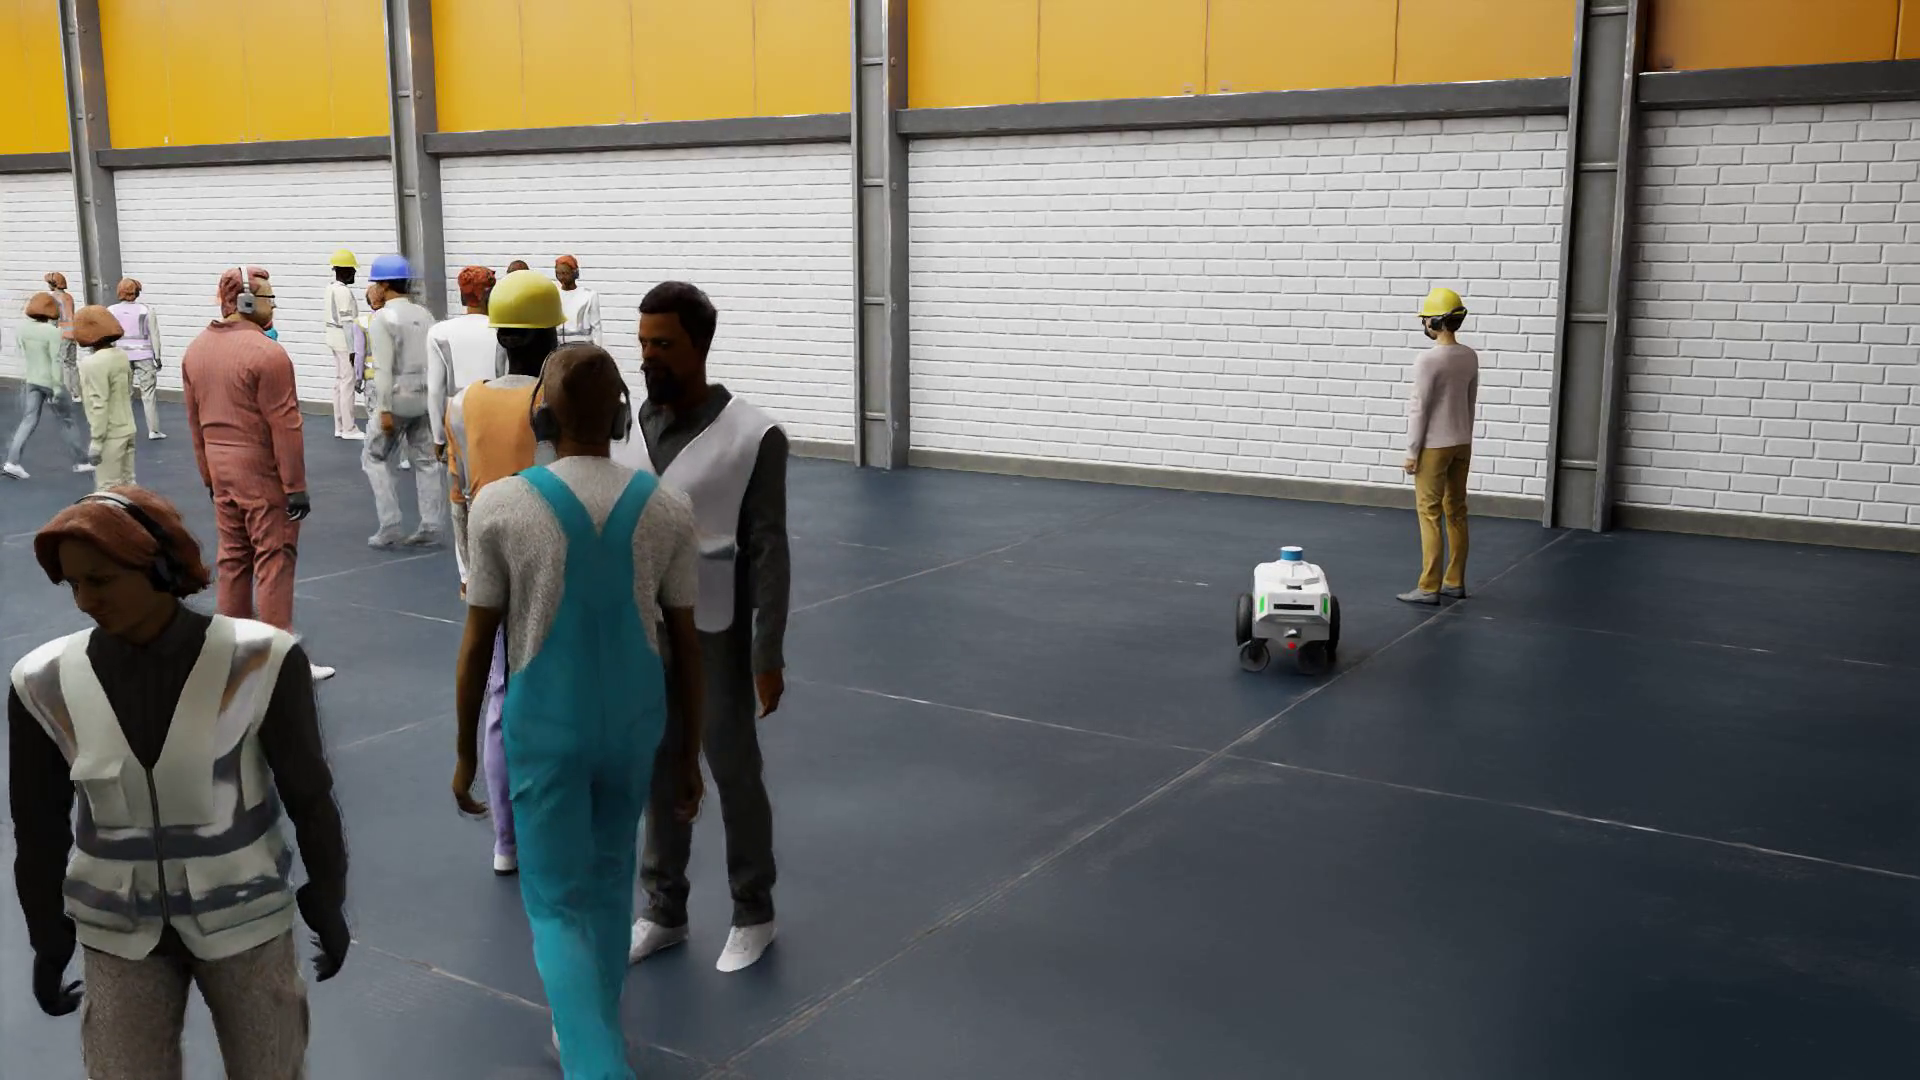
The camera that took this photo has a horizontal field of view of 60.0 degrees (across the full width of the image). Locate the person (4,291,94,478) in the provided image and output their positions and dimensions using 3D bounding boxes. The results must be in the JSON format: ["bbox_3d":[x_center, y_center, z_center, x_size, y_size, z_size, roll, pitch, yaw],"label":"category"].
[{"bbox_3d":[-7.866,-1.335,14.278,0.501,1.590,0.867,4,11,20],"label":"person"}]

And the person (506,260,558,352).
[{"bbox_3d":[-3.965,-1.610,15.104,0.620,1.845,0.430,-5,11,-25],"label":"person"}]

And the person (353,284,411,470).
[{"bbox_3d":[-5.033,-1.405,14.525,0.524,1.639,0.306,-9,14,-42],"label":"person"}]

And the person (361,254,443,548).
[{"bbox_3d":[-3.680,-0.894,10.892,0.587,1.927,0.607,5,11,24],"label":"person"}]

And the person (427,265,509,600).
[{"bbox_3d":[-2.678,-0.596,9.365,0.584,1.882,0.337,-1,10,-3],"label":"person"}]

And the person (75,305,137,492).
[{"bbox_3d":[-5.202,-0.613,10.155,0.299,1.635,0.527,-1,10,-7],"label":"person"}]

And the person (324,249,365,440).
[{"bbox_3d":[-6.233,-1.978,16.906,0.367,1.926,0.594,-7,12,-34],"label":"person"}]

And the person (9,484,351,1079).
[{"bbox_3d":[-1.384,0.683,3.034,0.544,1.617,0.492,-2,10,-9],"label":"person"}]

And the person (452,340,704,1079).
[{"bbox_3d":[-0.803,0.479,3.661,0.567,1.811,0.871,-5,12,-27],"label":"person"}]

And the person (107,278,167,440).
[{"bbox_3d":[-8.338,-1.817,16.811,0.520,1.640,0.307,-2,10,-9],"label":"person"}]

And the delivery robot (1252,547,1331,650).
[{"bbox_3d":[1.582,0.276,7.962,0.477,0.478,0.707,1,10,9],"label":"delivery robot"}]

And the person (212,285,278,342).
[{"bbox_3d":[-5.302,-1.058,12.305,0.573,1.744,0.333,3,11,16],"label":"person"}]

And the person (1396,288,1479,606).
[{"bbox_3d":[2.667,-0.517,9.282,0.527,1.762,0.334,-8,13,-37],"label":"person"}]

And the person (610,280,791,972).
[{"bbox_3d":[-0.738,0.261,4.585,0.590,1.933,0.417,5,12,28],"label":"person"}]

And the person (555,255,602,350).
[{"bbox_3d":[-3.617,-1.703,15.496,0.582,1.884,0.338,2,11,14],"label":"person"}]

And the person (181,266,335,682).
[{"bbox_3d":[-3.192,-0.283,7.576,0.652,1.905,0.409,6,12,29],"label":"person"}]

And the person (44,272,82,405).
[{"bbox_3d":[-11.065,-2.481,20.519,0.320,1.631,0.525,0,10,-2],"label":"person"}]

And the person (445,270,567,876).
[{"bbox_3d":[-1.321,0.128,5.224,0.587,1.930,0.354,5,11,24],"label":"person"}]
